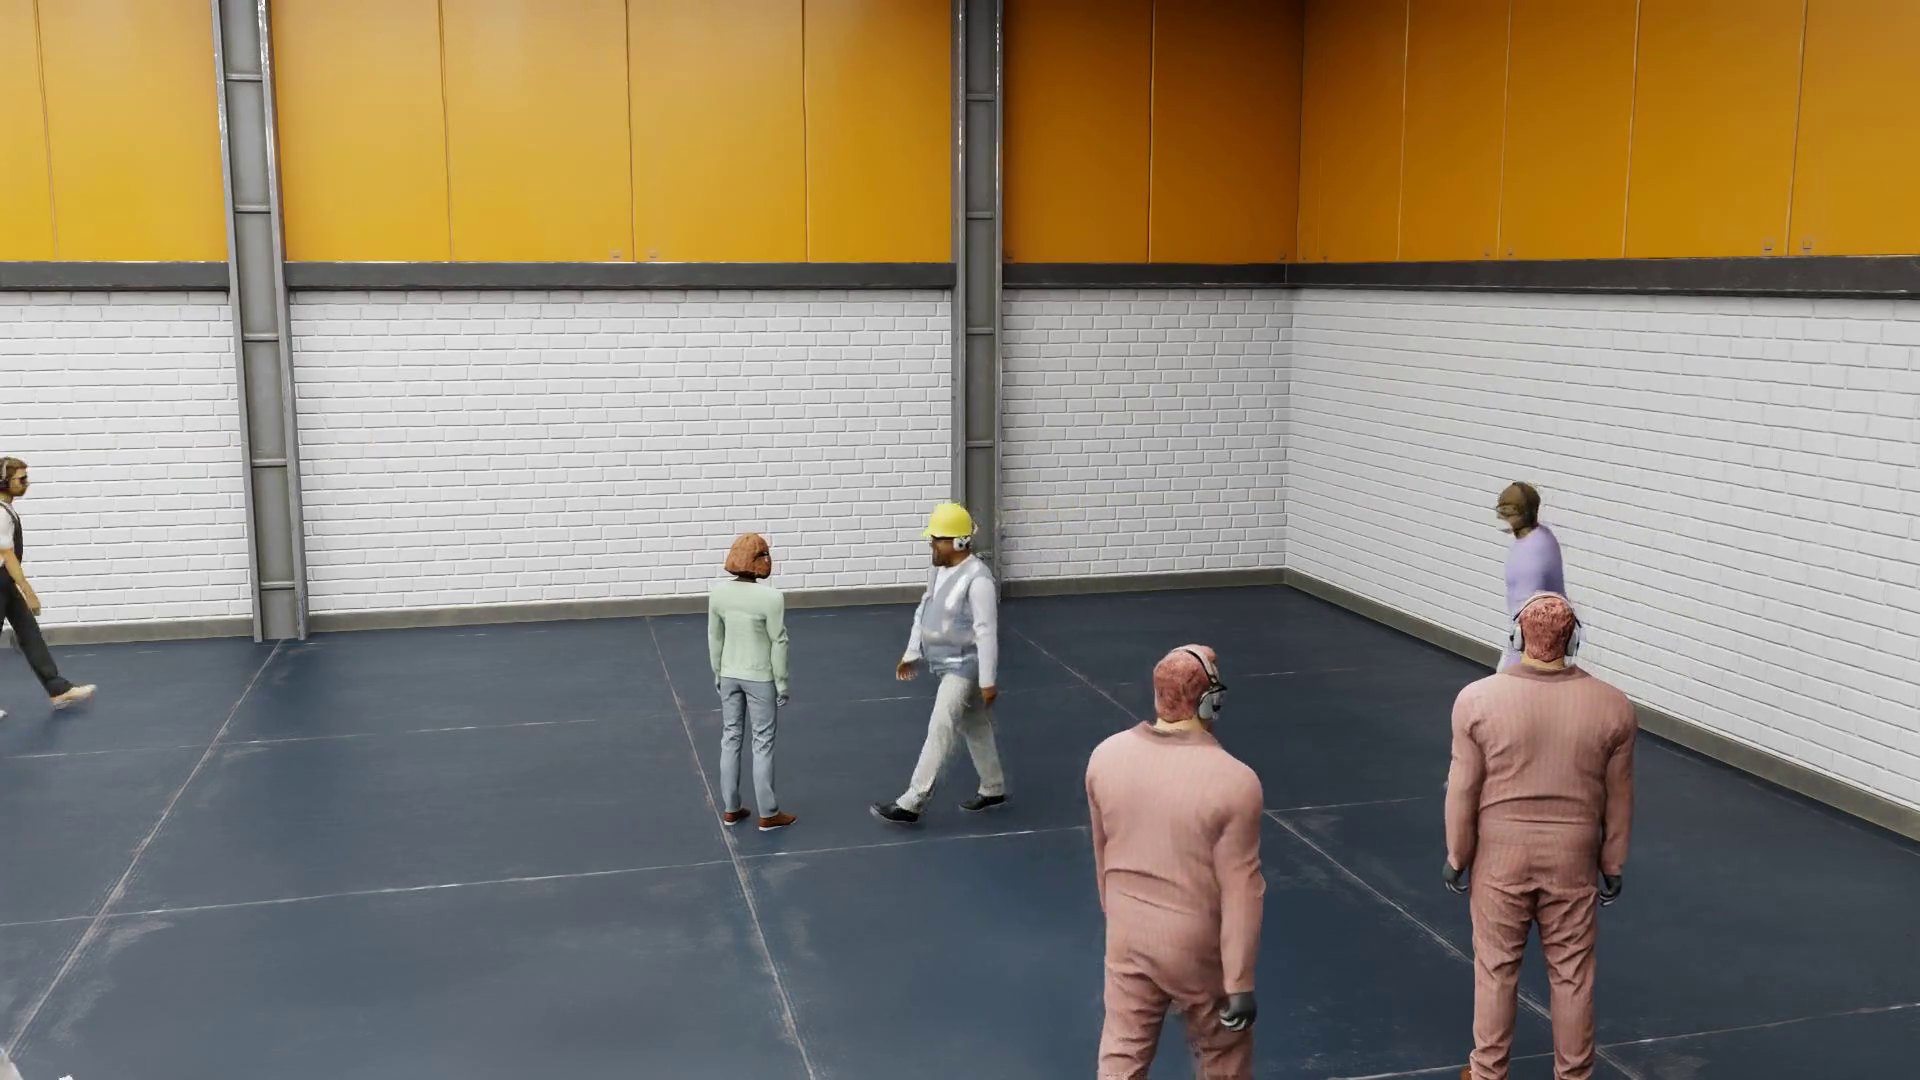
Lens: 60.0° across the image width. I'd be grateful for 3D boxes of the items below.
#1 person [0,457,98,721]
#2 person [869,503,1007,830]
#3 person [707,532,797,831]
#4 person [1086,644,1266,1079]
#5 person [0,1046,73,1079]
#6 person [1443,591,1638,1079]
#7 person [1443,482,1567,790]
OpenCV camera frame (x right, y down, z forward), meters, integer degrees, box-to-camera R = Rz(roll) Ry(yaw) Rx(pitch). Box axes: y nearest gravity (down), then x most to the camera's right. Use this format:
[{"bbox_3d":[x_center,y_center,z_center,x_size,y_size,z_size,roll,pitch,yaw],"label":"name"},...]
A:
[{"bbox_3d":[-6.400,0.335,11.298,0.920,1.798,0.571,-4,10,-26],"label":"person"},{"bbox_3d":[-0.113,0.687,9.140,0.932,1.785,0.608,-3,10,-21],"label":"person"},{"bbox_3d":[-1.147,0.770,9.103,0.501,1.633,0.285,5,10,29],"label":"person"},{"bbox_3d":[0.753,1.253,5.350,0.692,1.868,0.909,8,12,40],"label":"person"},{"bbox_3d":[-3.469,1.355,5.542,0.543,1.589,0.844,4,10,23],"label":"person"},{"bbox_3d":[2.074,1.129,6.014,0.646,1.907,0.401,1,9,9],"label":"person"},{"bbox_3d":[3.127,0.614,9.271,0.865,1.889,0.653,3,10,17],"label":"person"}]
